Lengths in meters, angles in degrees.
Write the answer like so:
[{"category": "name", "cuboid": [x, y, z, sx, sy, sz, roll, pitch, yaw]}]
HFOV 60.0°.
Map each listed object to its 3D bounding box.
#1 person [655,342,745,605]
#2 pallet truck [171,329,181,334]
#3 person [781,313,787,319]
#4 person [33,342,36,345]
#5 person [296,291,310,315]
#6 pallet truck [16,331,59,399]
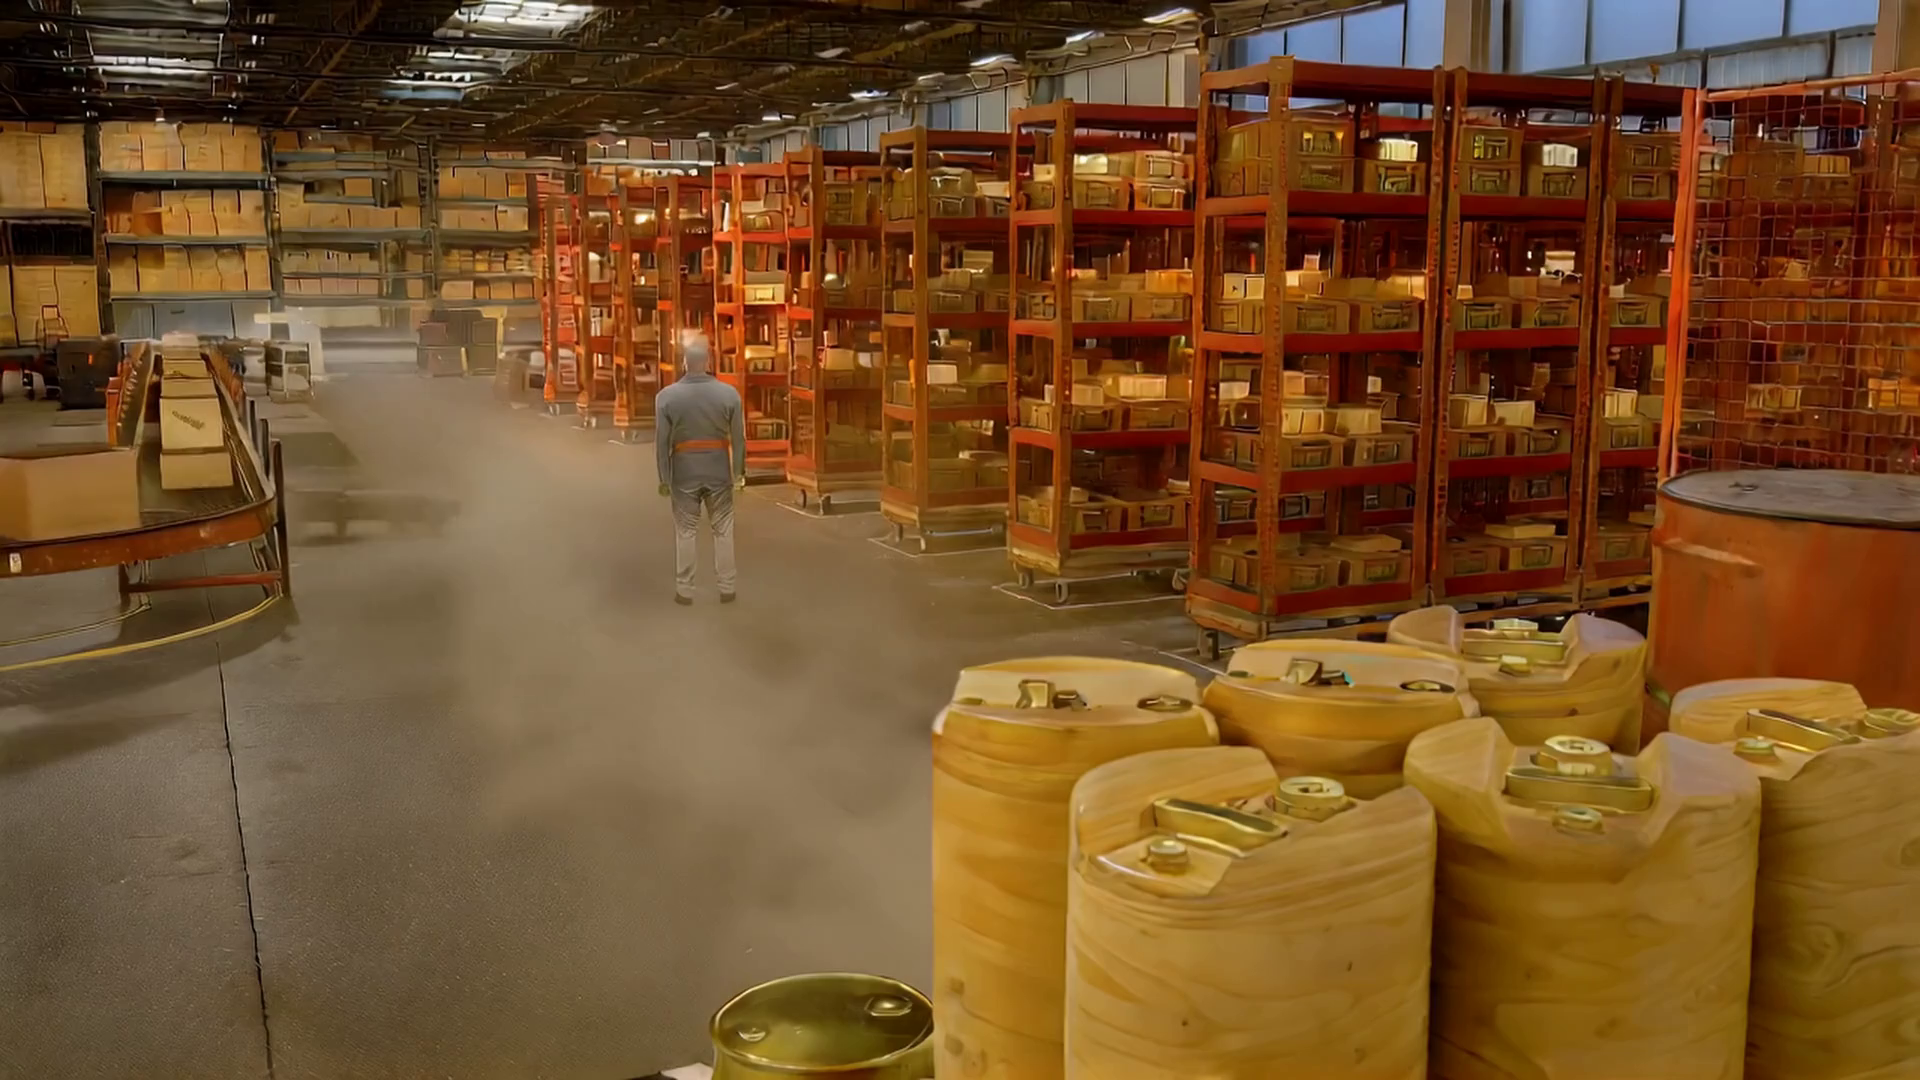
[{"category": "person", "cuboid": [-1.881, -0.476, 12.058, 0.640, 1.909, 0.409, -2, 9, -14]}, {"category": "pallet truck", "cuboid": [-17.275, -3.851, 35.096, 1.601, 1.201, 0.680, 0, 9, 1]}, {"category": "person", "cuboid": [-4.665, -5.976, 45.951, 0.611, 1.985, 0.415, -5, 11, -30]}, {"category": "person", "cuboid": [-24.257, -5.457, 43.802, 0.284, 1.633, 0.497, 8, 12, 40]}, {"category": "person", "cuboid": [-21.426, -7.267, 54.505, 0.771, 1.809, 0.600, -3, 10, -20]}, {"category": "pallet truck", "cuboid": [-17.082, -3.353, 31.781, 1.630, 1.274, 0.653, -4, 10, -25]}]
